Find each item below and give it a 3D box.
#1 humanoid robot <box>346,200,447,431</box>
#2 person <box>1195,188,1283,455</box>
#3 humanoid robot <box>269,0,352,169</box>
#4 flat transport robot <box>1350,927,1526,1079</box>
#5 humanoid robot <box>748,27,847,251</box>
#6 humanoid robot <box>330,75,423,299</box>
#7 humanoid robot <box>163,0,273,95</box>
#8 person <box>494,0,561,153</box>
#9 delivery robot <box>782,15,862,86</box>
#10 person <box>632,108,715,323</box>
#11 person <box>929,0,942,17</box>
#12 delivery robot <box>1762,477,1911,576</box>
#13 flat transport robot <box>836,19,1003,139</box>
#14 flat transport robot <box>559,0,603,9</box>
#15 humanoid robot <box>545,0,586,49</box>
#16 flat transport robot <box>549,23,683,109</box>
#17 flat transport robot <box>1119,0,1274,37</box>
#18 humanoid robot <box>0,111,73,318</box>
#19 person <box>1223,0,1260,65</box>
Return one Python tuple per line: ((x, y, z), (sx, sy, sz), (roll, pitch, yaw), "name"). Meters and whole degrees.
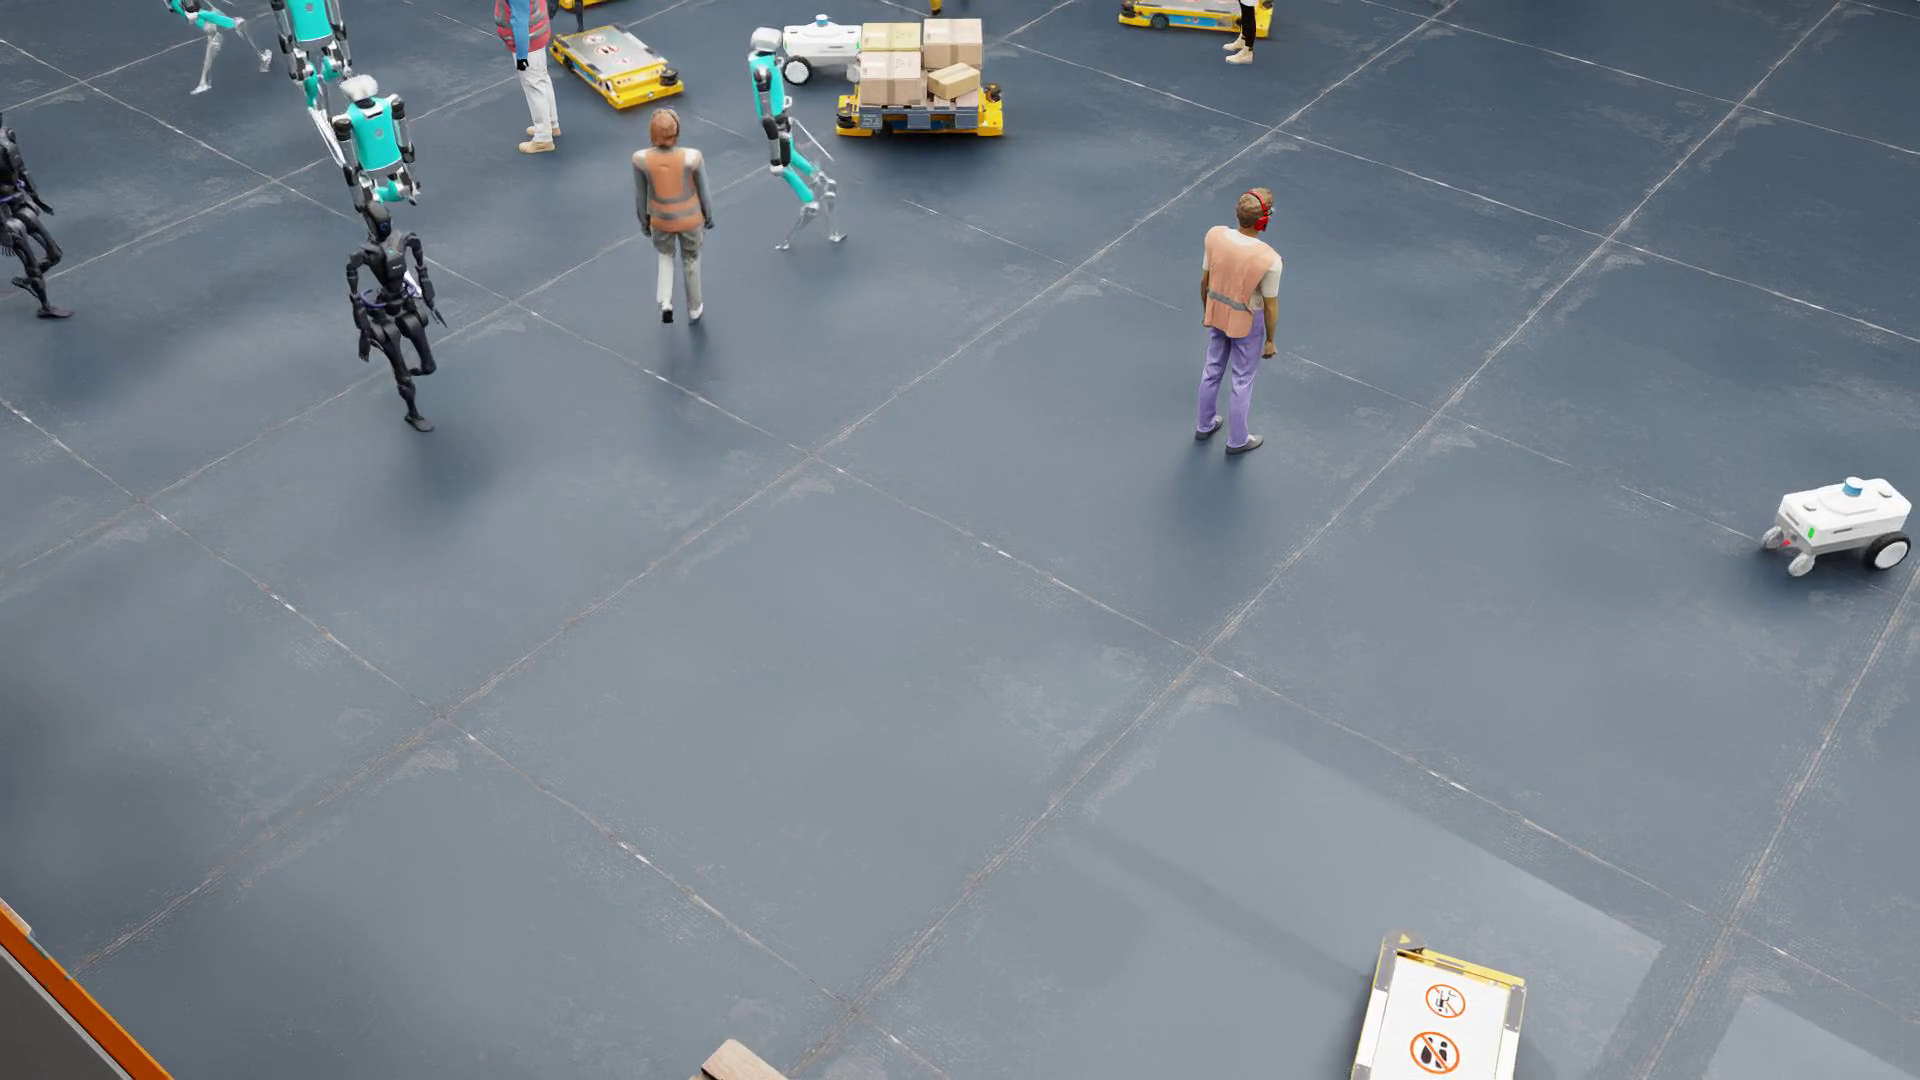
((-3.697, -1.484, 10.738), (0.492, 1.633, 0.608), (30, 49, 31), "humanoid robot")
((1.738, -1.353, 10.452), (0.568, 1.845, 0.385), (32, 50, 32), "person")
((-5.361, -4.006, 13.670), (0.538, 1.777, 0.935), (-25, 46, -26), "humanoid robot")
((2.055, 2.377, 7.282), (0.659, 0.231, 1.431), (14, 42, 16), "flat transport robot")
((-1.115, -2.938, 12.439), (0.818, 1.816, 0.530), (-1, 40, -1), "humanoid robot")
((-4.220, -2.560, 11.976), (0.548, 1.741, 1.042), (-32, 50, -32), "humanoid robot")
((-6.617, -4.865, 14.682), (0.540, 1.767, 0.936), (32, 50, 32), "humanoid robot")
((-3.584, -4.116, 13.717), (0.430, 1.833, 0.628), (-3, 40, -4), "person")
((-1.264, -4.458, 15.117), (0.815, 0.614, 0.499), (0, 40, 0), "delivery robot")
((-1.991, -2.223, 11.646), (0.525, 1.628, 0.425), (1, 40, 1), "person")
((-0.087, -5.997, 16.008), (0.567, 1.705, 0.919), (12, 42, 14), "person")
((5.283, -0.122, 9.985), (0.759, 0.575, 0.499), (-9, 41, -11), "delivery robot")
((-0.349, -3.747, 14.486), (1.431, 0.231, 0.659), (0, 40, 0), "flat transport robot")
((-3.984, -5.765, 16.860), (0.659, 0.231, 1.431), (-23, 46, -25), "flat transport robot")
((-3.762, -5.406, 15.366), (0.485, 1.642, 0.614), (15, 43, 17), "humanoid robot")
((-3.160, -4.350, 15.195), (0.659, 0.231, 1.431), (-25, 46, -26), "flat transport robot")
((2.302, -5.159, 16.146), (1.431, 0.231, 0.659), (9, 41, 10), "flat transport robot")
((-6.719, -2.316, 11.710), (0.441, 1.644, 0.608), (0, 40, 0), "humanoid robot")
((2.609, -5.170, 15.063), (0.321, 1.688, 0.528), (-2, 40, -2), "person")
